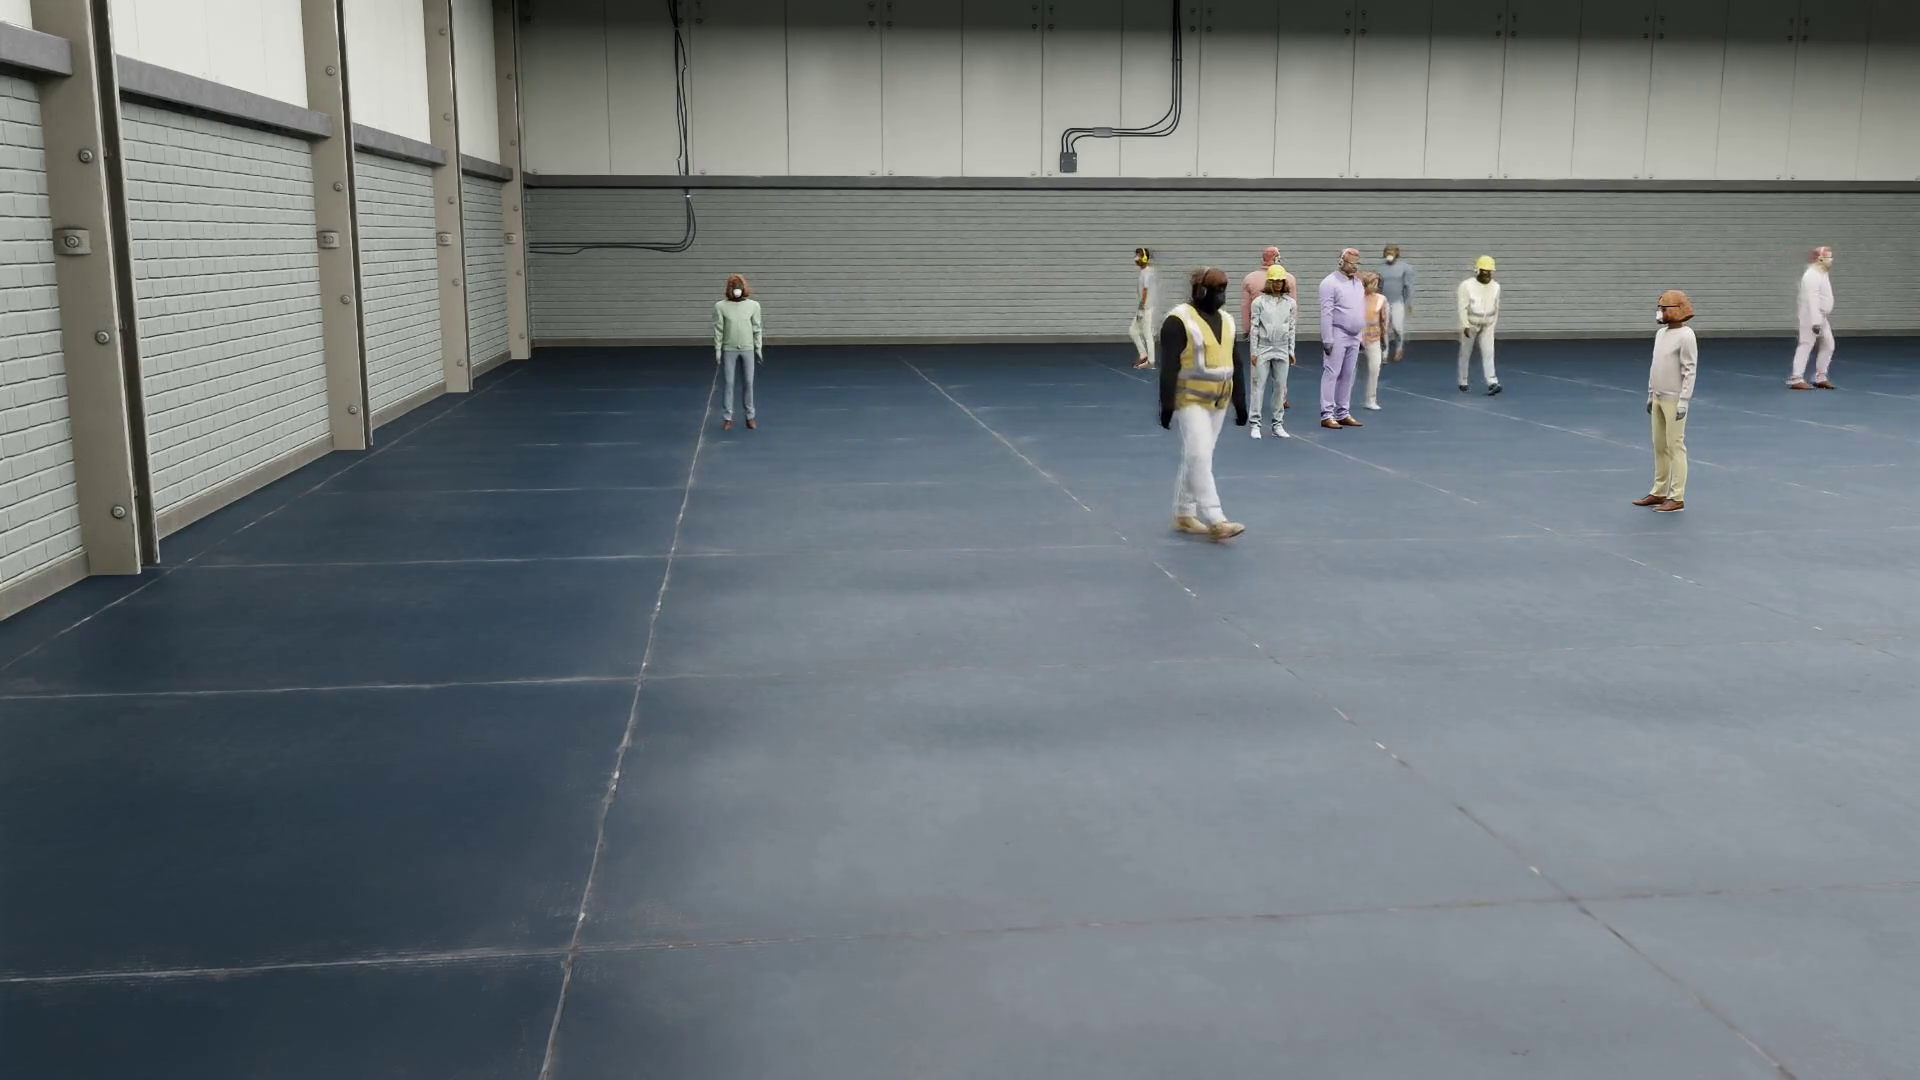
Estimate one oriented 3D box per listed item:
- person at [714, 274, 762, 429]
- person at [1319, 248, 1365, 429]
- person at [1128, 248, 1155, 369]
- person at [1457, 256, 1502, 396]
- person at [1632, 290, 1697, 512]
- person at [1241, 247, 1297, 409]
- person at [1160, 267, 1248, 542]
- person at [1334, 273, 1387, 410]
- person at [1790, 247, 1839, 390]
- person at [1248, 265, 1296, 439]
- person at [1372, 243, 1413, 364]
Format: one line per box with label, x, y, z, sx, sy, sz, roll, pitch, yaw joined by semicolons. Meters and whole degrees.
person;-2.340;-1.979;17.542;0.507;1.631;0.268;-2;11;-13
person;4.089;-2.138;17.682;0.639;1.902;0.407;-9;14;-40
person;2.797;-3.533;25.456;0.500;1.853;0.508;-1;10;-5
person;6.651;-2.731;21.275;0.581;1.768;0.957;-1;10;-6
person;5.239;-1.024;12.304;0.264;1.632;0.507;-1;10;-5
person;3.643;-2.489;19.604;0.642;1.902;0.399;4;11;19
person;1.707;-0.902;11.133;0.656;1.811;0.777;-9;14;-40
person;4.721;-2.343;19.624;0.624;1.606;0.434;2;10;10
person;11.378;-2.910;21.933;0.699;1.884;0.685;7;13;35
person;3.155;-1.891;16.751;0.484;1.745;0.297;-2;11;-12
person;6.865;-3.747;26.464;0.688;1.918;0.469;5;11;25
